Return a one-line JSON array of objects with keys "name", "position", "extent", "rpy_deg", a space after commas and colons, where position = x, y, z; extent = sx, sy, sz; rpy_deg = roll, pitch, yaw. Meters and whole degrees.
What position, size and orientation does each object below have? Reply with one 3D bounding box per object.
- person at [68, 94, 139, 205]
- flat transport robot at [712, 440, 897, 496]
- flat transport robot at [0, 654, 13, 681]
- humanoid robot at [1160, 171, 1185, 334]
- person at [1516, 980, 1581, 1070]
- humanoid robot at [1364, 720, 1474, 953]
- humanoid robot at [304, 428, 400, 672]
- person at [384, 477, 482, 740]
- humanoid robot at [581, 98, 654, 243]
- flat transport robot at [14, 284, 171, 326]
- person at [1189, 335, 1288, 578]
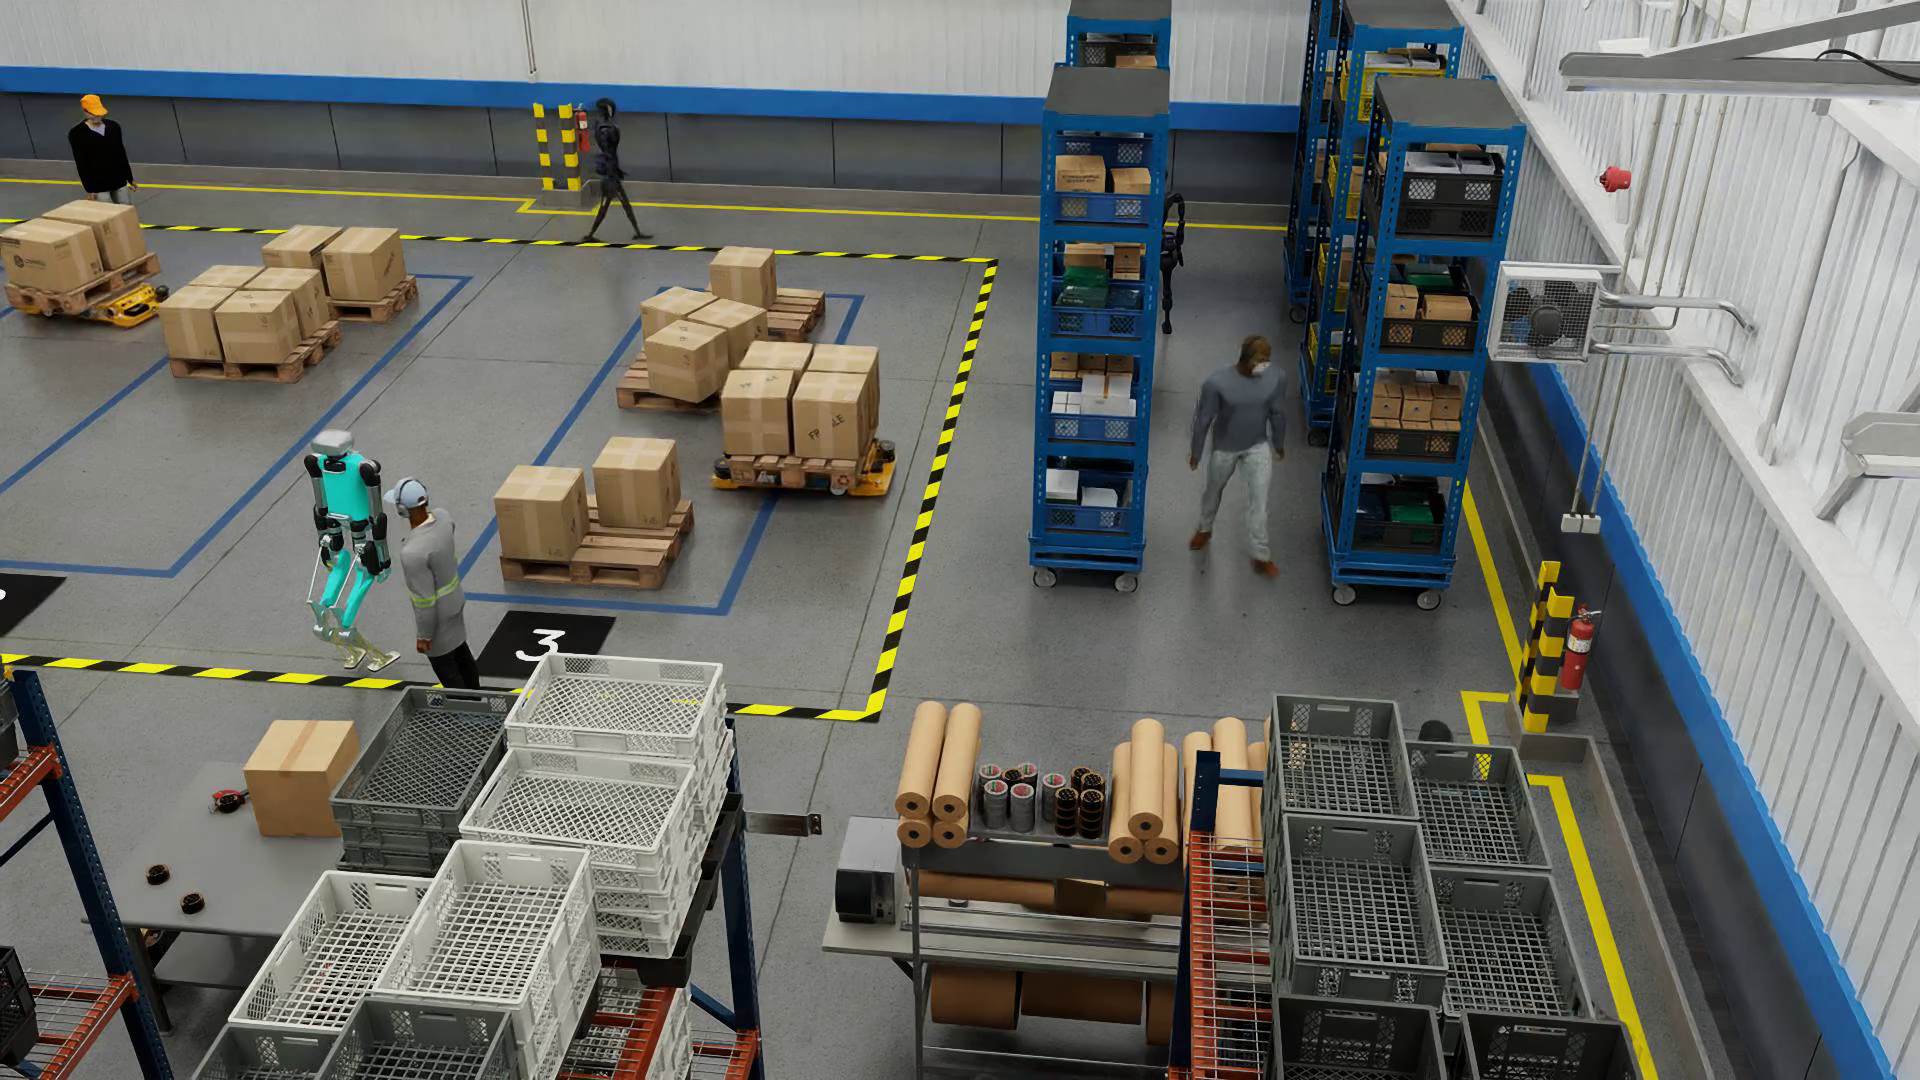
[{"name": "person", "position": [-8.968, -3.761, 17.535], "extent": [0.384, 1.879, 0.585], "rpy_deg": [17, 34, 26]}, {"name": "flat transport robot", "position": [-1.273, -0.634, 13.736], "extent": [1.431, 0.197, 0.652], "rpy_deg": [3, 30, 6]}, {"name": "flat transport robot", "position": [-7.142, 0.969, 11.010], "extent": [1.431, 0.231, 0.659], "rpy_deg": [3, 30, 6]}, {"name": "humanoid robot", "position": [1.885, -2.797, 16.062], "extent": [0.599, 1.657, 0.315], "rpy_deg": [-5, 31, -8]}, {"name": "person", "position": [2.271, 2.508, 6.700], "extent": [0.472, 1.940, 0.626], "rpy_deg": [24, 38, 35]}, {"name": "humanoid robot", "position": [2.307, 1.657, 8.434], "extent": [0.591, 1.643, 0.518], "rpy_deg": [-6, 31, -10]}, {"name": "humanoid robot", "position": [-4.055, 0.149, 10.822], "extent": [0.533, 1.679, 0.735], "rpy_deg": [9, 31, 16]}, {"name": "person", "position": [-3.281, 0.435, 10.354], "extent": [0.388, 1.849, 0.596], "rpy_deg": [2, 30, 3]}, {"name": "humanoid robot", "position": [-3.842, -4.041, 18.268], "extent": [0.795, 1.623, 0.608], "rpy_deg": [-2, 30, -4]}, {"name": "flat transport robot", "position": [-8.775, -2.449, 16.852], "extent": [1.431, 0.197, 0.652], "rpy_deg": [9, 31, 14]}, {"name": "person", "position": [2.055, -0.644, 12.182], "extent": [0.723, 1.884, 0.958], "rpy_deg": [-4, 30, -6]}]
